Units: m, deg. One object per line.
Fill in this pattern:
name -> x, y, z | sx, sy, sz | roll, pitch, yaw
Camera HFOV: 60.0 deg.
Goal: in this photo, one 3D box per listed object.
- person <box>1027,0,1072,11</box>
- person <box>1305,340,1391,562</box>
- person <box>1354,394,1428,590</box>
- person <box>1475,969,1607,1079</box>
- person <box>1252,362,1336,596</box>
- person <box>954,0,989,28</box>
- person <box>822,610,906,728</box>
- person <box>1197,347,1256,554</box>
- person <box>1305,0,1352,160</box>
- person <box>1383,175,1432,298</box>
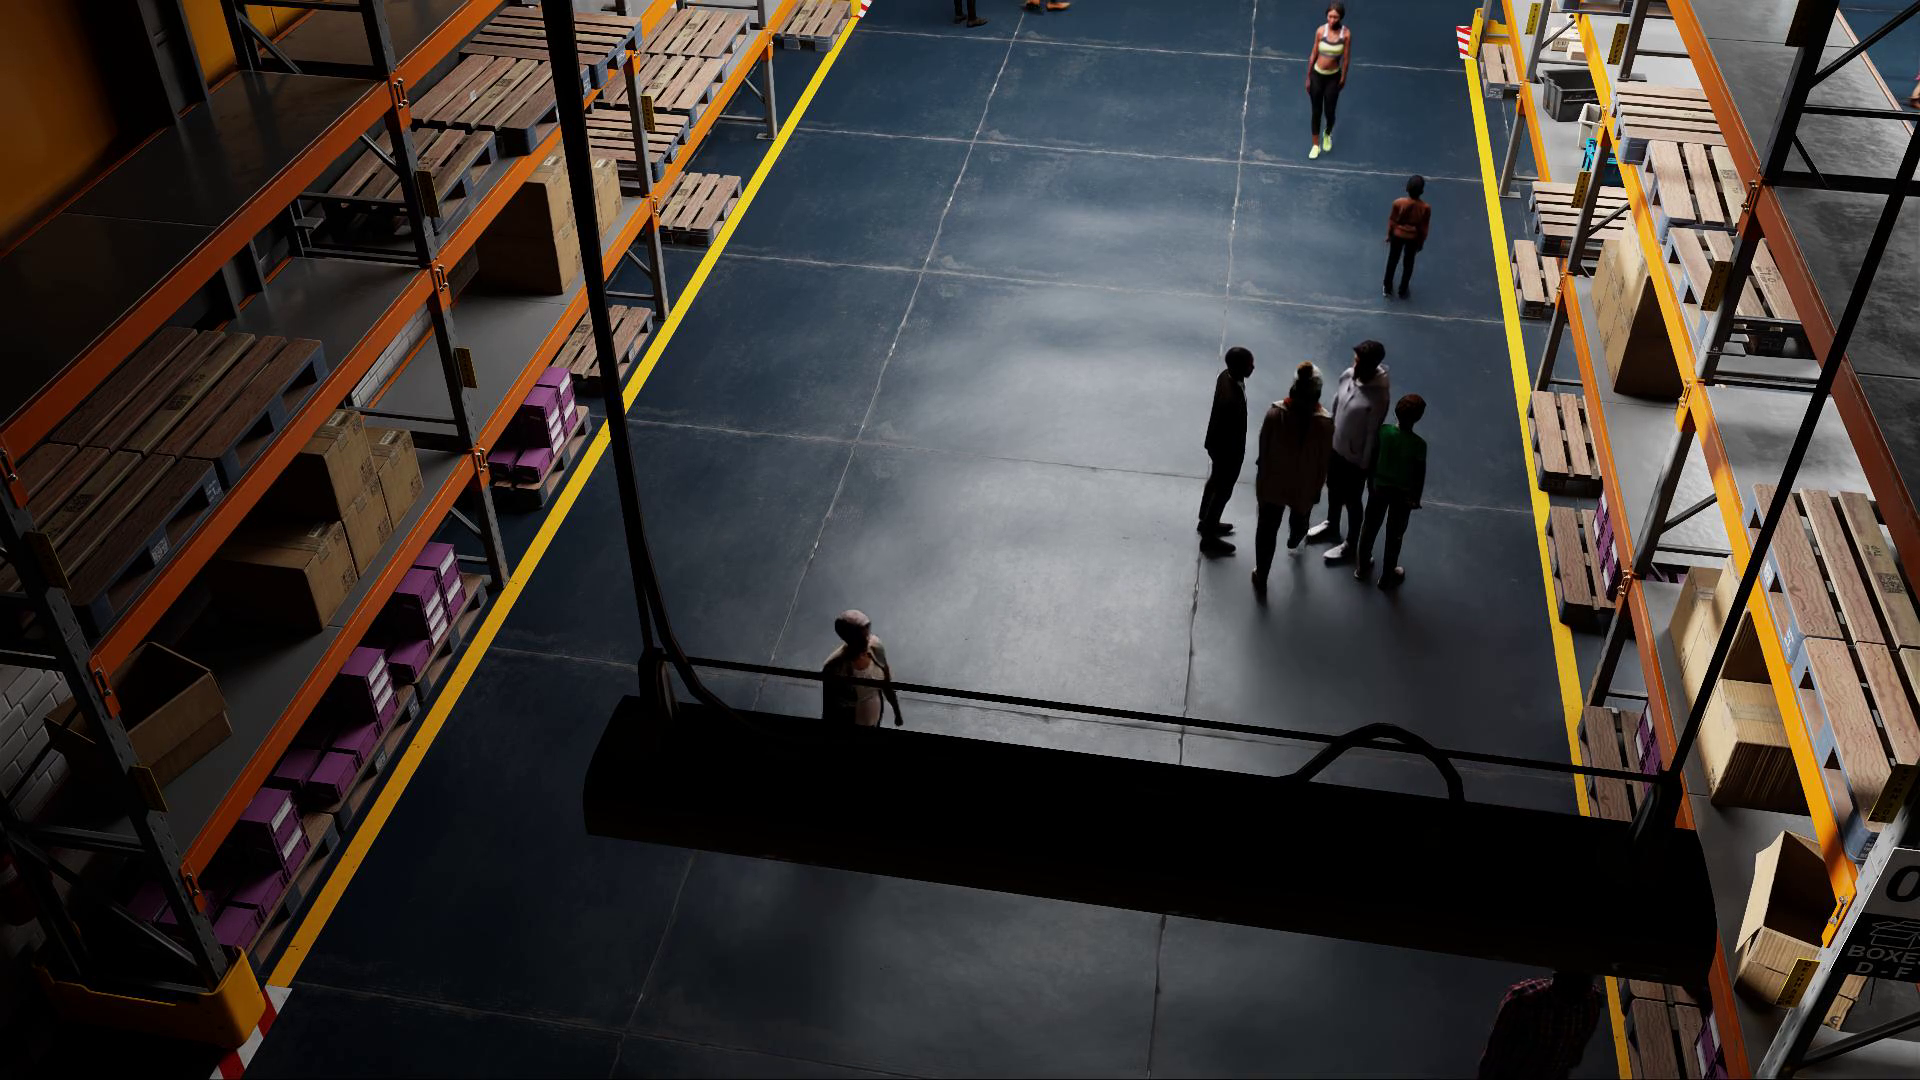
person -> 1.263, -7.738, 21.391 | 1.010, 1.871, 1.064 | 23, 44, 26
person -> 2.980, -0.697, 12.536 | 0.842, 1.920, 0.741 | -16, 41, -19
person -> 3.205, -0.368, 12.340 | 0.669, 1.651, 0.669 | 25, 45, 28
person -> 2.923, 2.611, 8.536 | 0.821, 1.743, 0.905 | 1, 39, 1
person -> 2.406, -0.411, 12.233 | 0.846, 1.850, 1.179 | 10, 40, 13
person -> 0.093, -7.473, 21.044 | 0.788, 1.891, 0.798 | 31, 48, 33
person -> -0.708, 1.083, 10.460 | 1.013, 1.729, 1.007 | 31, 48, 33
person -> 2.012, -0.695, 12.630 | 0.749, 1.799, 0.540 | 0, 39, 0
person -> 3.993, -5.034, 18.110 | 0.619, 1.740, 0.682 | 13, 40, 15
person -> 4.216, -2.881, 15.805 | 0.555, 1.252, 0.536 | 12, 40, 15
